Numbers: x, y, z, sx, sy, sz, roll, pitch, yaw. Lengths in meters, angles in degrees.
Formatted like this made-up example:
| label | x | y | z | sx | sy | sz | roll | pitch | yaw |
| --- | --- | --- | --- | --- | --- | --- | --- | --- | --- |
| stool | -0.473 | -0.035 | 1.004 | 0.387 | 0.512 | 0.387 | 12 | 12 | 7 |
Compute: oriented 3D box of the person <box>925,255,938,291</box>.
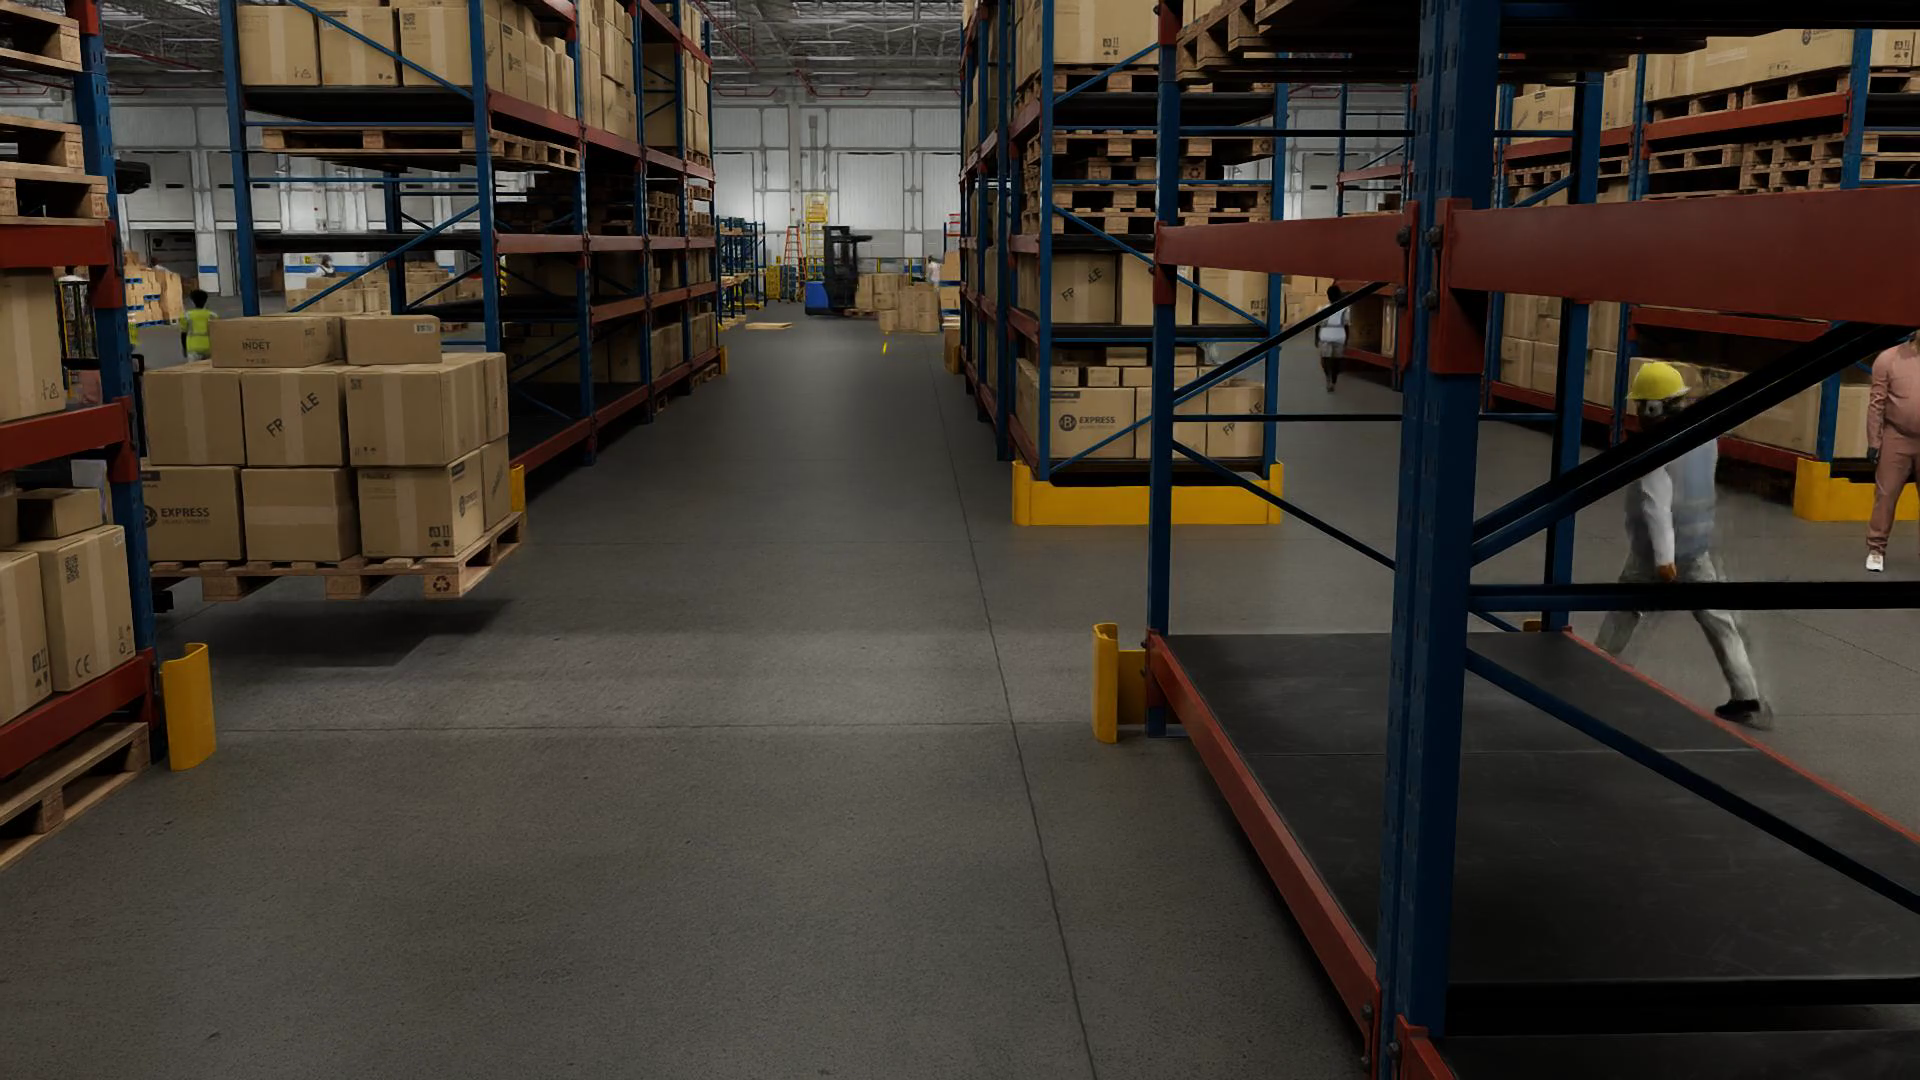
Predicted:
| label | x | y | z | sx | sy | sz | roll | pitch | yaw |
| --- | --- | --- | --- | --- | --- | --- | --- | --- | --- |
| person | -0.912 | -8.806 | 56.929 | 0.968 | 1.905 | 0.644 | 4 | 11 | 22 |

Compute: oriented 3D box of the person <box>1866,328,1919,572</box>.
| label | x | y | z | sx | sy | sz | roll | pitch | yaw |
| --- | --- | --- | --- | --- | --- | --- | --- | --- | --- |
| person | 6.749 | -0.693 | 11.738 | 0.642 | 1.898 | 0.397 | 5 | 11 | 24 |

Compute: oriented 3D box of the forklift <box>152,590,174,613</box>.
| label | x | y | z | sx | sy | sz | roll | pitch | yaw |
| --- | --- | --- | --- | --- | --- | --- | --- | --- | --- |
| forklift | -5.858 | -0.811 | 9.639 | 1.873 | 2.768 | 1.129 | -1 | 10 | -3 |

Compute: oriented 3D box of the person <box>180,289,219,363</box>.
| label | x | y | z | sx | sy | sz | roll | pitch | yaw |
| --- | --- | --- | --- | --- | --- | --- | --- | --- | --- |
| person | -10.817 | -2.741 | 23.735 | 0.538 | 1.676 | 0.518 | -6 | 12 | -32 |

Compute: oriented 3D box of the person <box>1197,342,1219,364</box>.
| label | x | y | z | sx | sy | sz | roll | pitch | yaw |
| --- | --- | --- | --- | --- | --- | --- | --- | --- | --- |
| person | 4.142 | -3.654 | 28.229 | 0.631 | 1.908 | 0.934 | -4 | 11 | -21 |

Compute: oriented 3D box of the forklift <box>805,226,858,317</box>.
| label | x | y | z | sx | sy | sz | roll | pitch | yaw |
| --- | --- | --- | --- | --- | --- | --- | --- | --- | --- |
| forklift | -3.846 | -8.344 | 51.602 | 1.873 | 2.768 | 1.129 | 8 | 13 | 38 |

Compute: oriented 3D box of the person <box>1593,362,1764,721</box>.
| label | x | y | z | sx | sy | sz | roll | pitch | yaw |
| --- | --- | --- | --- | --- | --- | --- | --- | --- | --- |
| person | 3.525 | 0.007 | 8.237 | 0.602 | 1.763 | 1.051 | -6 | 12 | -31 |

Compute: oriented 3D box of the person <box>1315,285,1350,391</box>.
| label | x | y | z | sx | sy | sz | roll | pitch | yaw |
| --- | --- | --- | --- | --- | --- | --- | --- | --- | --- |
| person | 5.802 | -3.121 | 25.876 | 0.542 | 1.681 | 0.653 | 0 | 10 | 3 |

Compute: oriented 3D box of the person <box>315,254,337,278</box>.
| label | x | y | z | sx | sy | sz | roll | pitch | yaw |
| --- | --- | --- | --- | --- | --- | --- | --- | --- | --- |
| person | -17.958 | -7.122 | 47.139 | 1.022 | 2.000 | 0.695 | 5 | 11 | 27 |

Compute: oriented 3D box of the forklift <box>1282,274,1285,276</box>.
| label | x | y | z | sx | sy | sz | roll | pitch | yaw |
| --- | --- | --- | --- | --- | --- | --- | --- | --- | --- |
| forklift | 12.206 | -10.472 | 63.460 | 1.129 | 2.768 | 1.873 | 0 | 10 | -2 |

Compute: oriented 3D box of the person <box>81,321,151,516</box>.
| label | x | y | z | sx | sy | sz | roll | pitch | yaw |
| --- | --- | --- | --- | --- | --- | --- | --- | --- | --- |
| person | -6.550 | -0.844 | 13.012 | 0.519 | 1.736 | 0.538 | 8 | 13 | 38 |

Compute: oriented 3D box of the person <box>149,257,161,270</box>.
| label | x | y | z | sx | sy | sz | roll | pitch | yaw |
| --- | --- | --- | --- | --- | --- | --- | --- | --- | --- |
| person | -26.012 | -8.199 | 53.668 | 0.920 | 1.840 | 0.628 | -3 | 11 | -17 |

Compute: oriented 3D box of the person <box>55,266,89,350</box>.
| label | x | y | z | sx | sy | sz | roll | pitch | yaw |
| --- | --- | --- | --- | --- | --- | --- | --- | --- | --- |
| person | -19.312 | -5.089 | 36.181 | 0.996 | 1.918 | 0.611 | 8 | 13 | 38 |

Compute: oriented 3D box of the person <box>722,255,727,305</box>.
| label | x | y | z | sx | sy | sz | roll | pitch | yaw |
| --- | --- | --- | --- | --- | --- | --- | --- | --- | --- |
| person | -8.754 | -9.604 | 61.526 | 0.430 | 1.841 | 0.624 | -4 | 11 | -23 |
